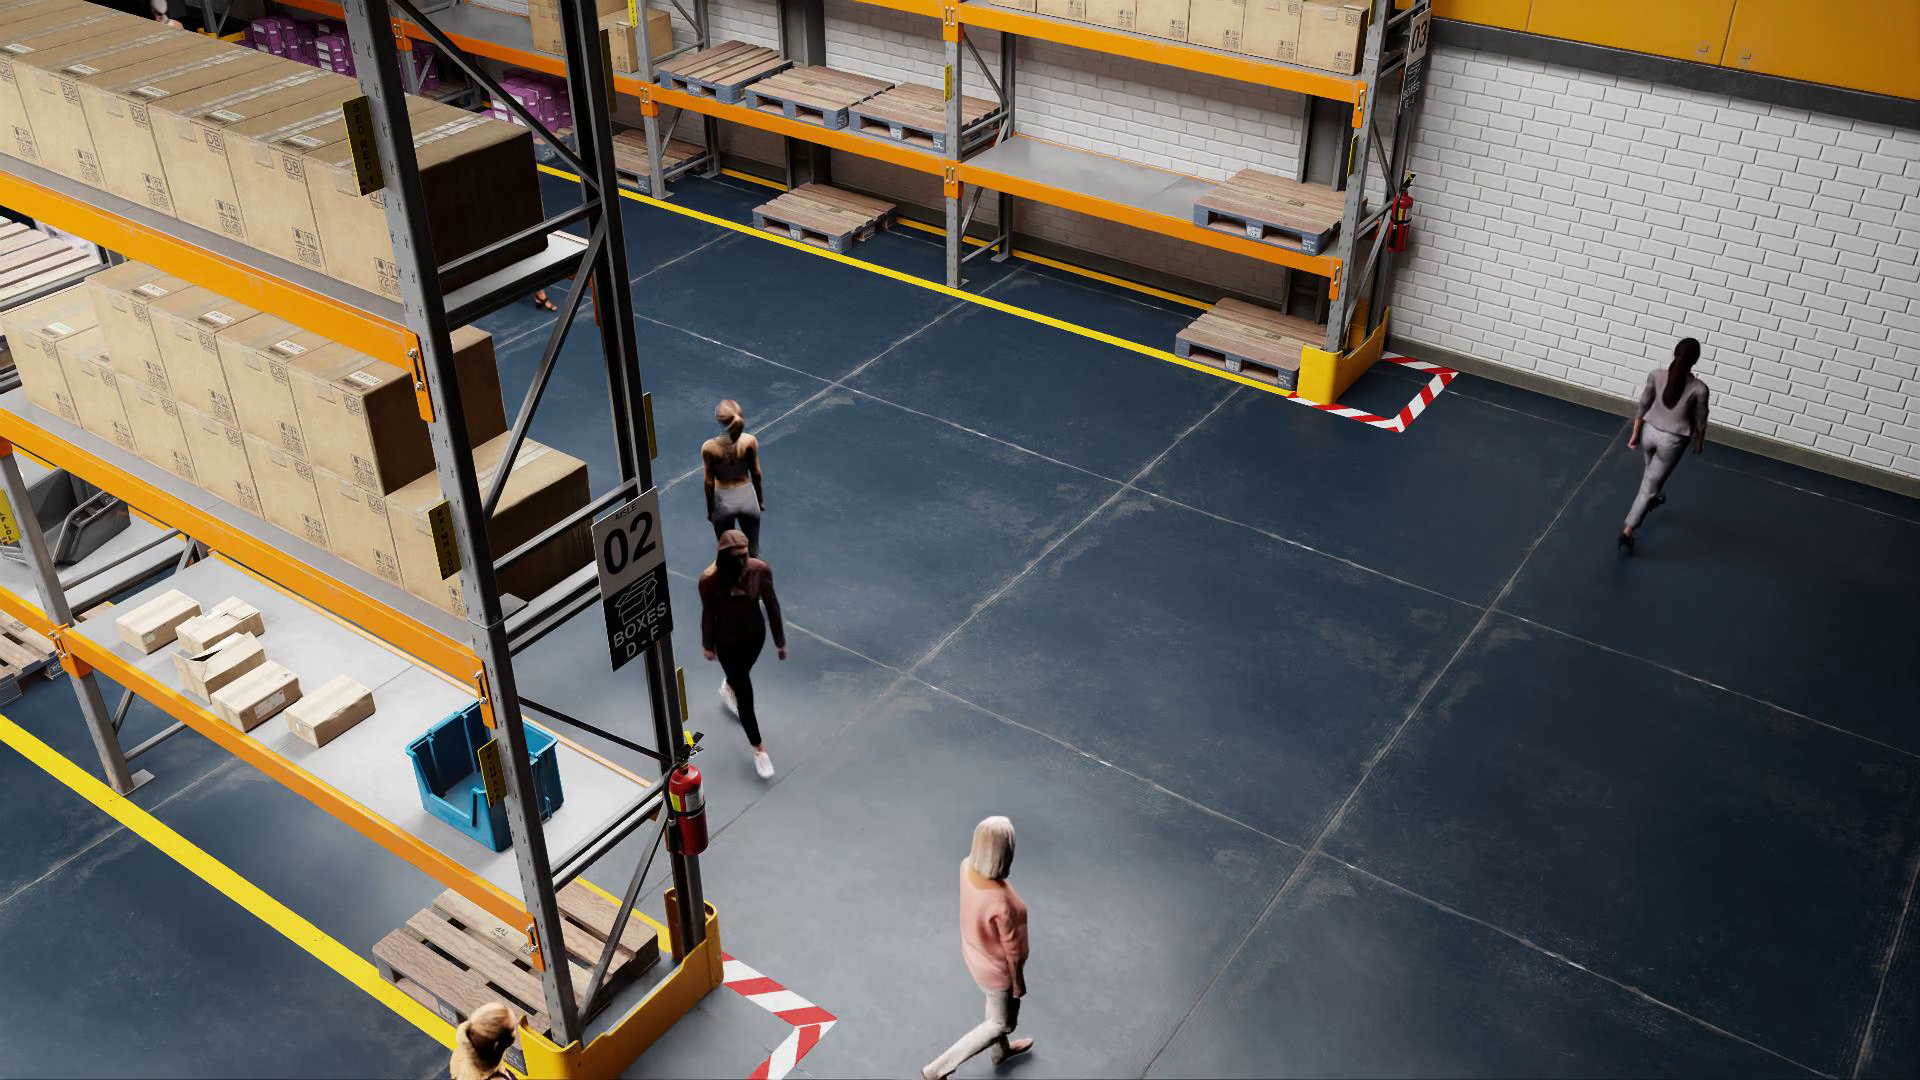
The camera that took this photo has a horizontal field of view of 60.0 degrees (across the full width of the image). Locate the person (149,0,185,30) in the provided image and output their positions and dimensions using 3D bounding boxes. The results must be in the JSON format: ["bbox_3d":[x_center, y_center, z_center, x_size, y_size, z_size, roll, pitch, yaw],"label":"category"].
[{"bbox_3d":[-9.185,-5.493,19.451,0.669,1.701,0.641,-21,39,-29],"label":"person"}]

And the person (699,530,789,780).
[{"bbox_3d":[-1.390,0.581,10.354,0.984,1.657,1.223,-16,37,-22],"label":"person"}]

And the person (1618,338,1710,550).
[{"bbox_3d":[5.135,-0.654,12.244,0.862,1.621,1.091,-26,41,-33],"label":"person"}]

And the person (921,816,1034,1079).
[{"bbox_3d":[0.096,2.065,8.077,0.916,1.706,0.962,-17,37,-23],"label":"person"}]

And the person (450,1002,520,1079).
[{"bbox_3d":[-2.009,2.664,7.068,0.824,1.824,0.838,-25,41,-33],"label":"person"}]

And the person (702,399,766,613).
[{"bbox_3d":[-1.558,-0.224,11.525,0.662,1.700,0.710,-9,35,-13],"label":"person"}]
